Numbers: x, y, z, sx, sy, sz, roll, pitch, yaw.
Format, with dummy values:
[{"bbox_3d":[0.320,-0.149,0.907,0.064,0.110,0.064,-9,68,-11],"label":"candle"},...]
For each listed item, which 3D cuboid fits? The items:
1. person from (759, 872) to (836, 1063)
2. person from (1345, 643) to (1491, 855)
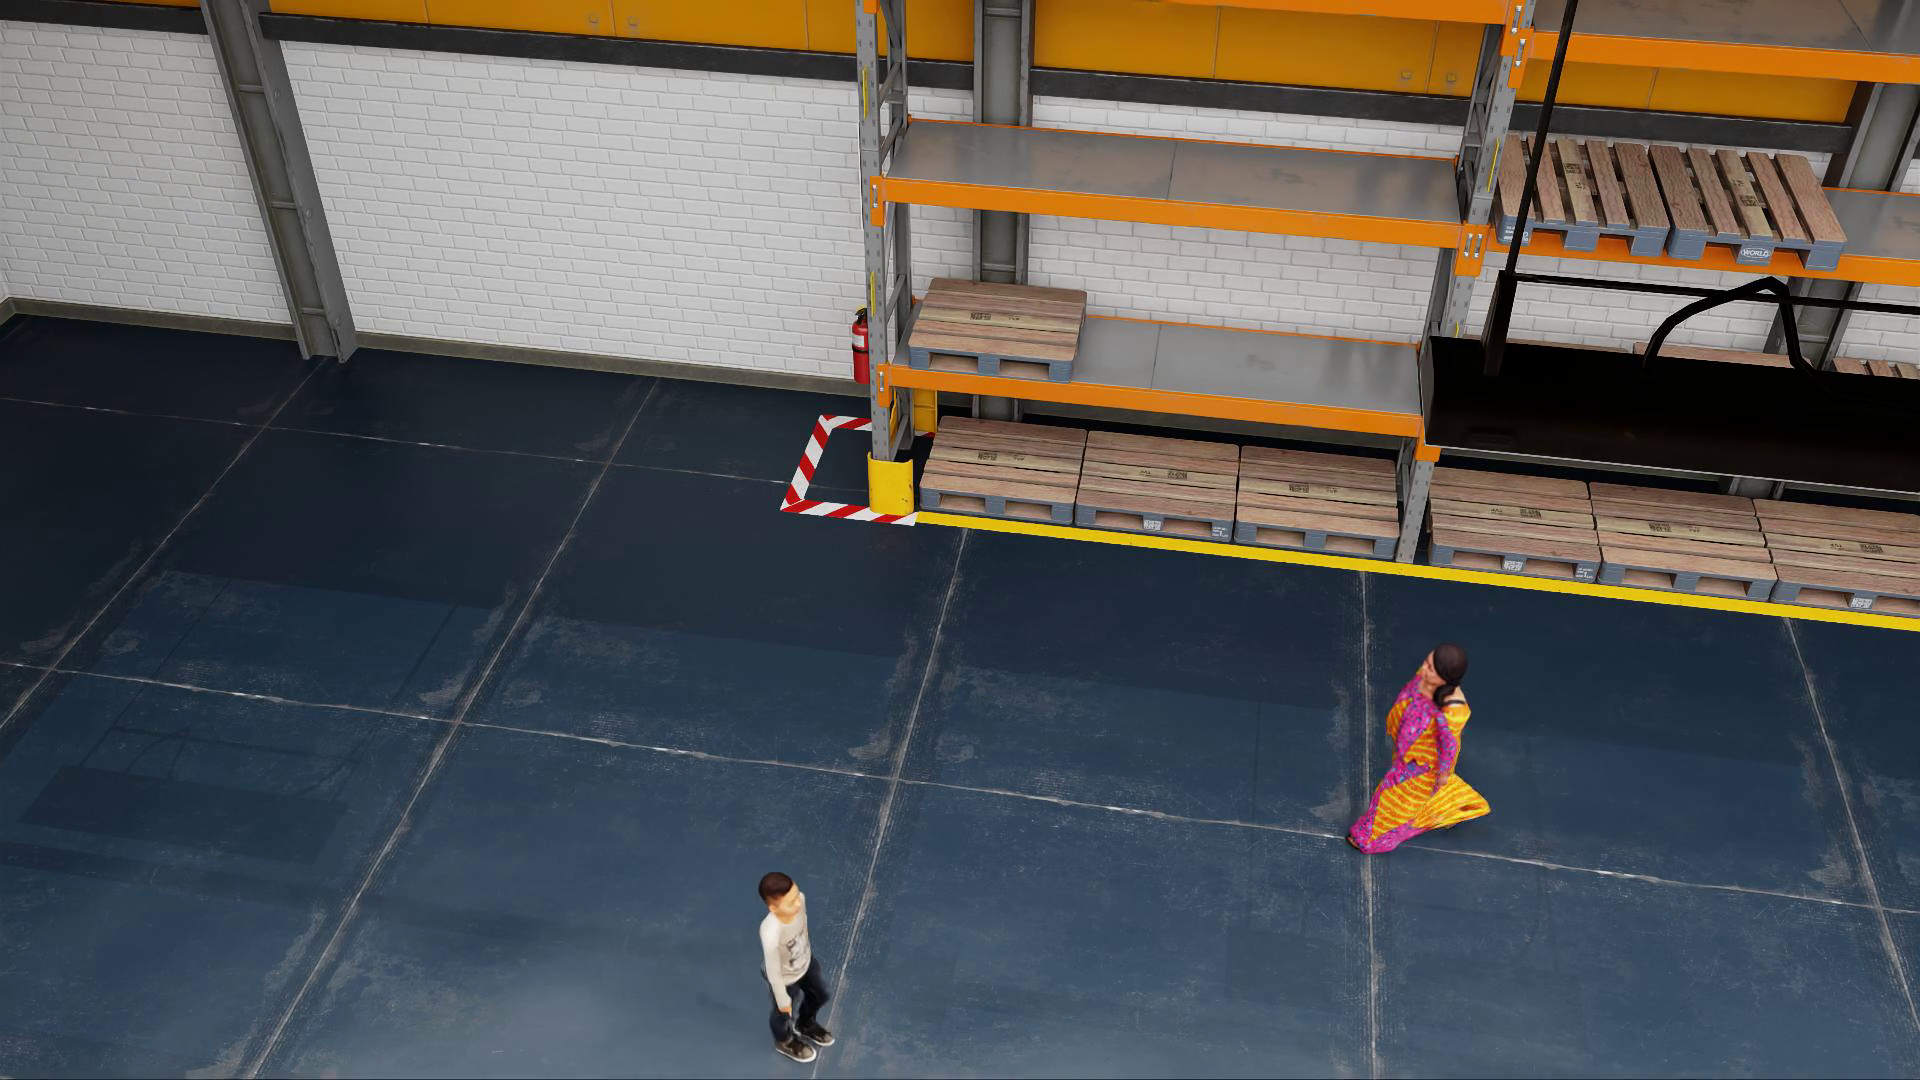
[{"bbox_3d":[-0.956,2.223,8.729,0.603,1.456,0.635,16,41,19],"label":"person"},{"bbox_3d":[2.804,1.213,9.836,1.156,1.653,0.789,-1,39,-1],"label":"person"}]
